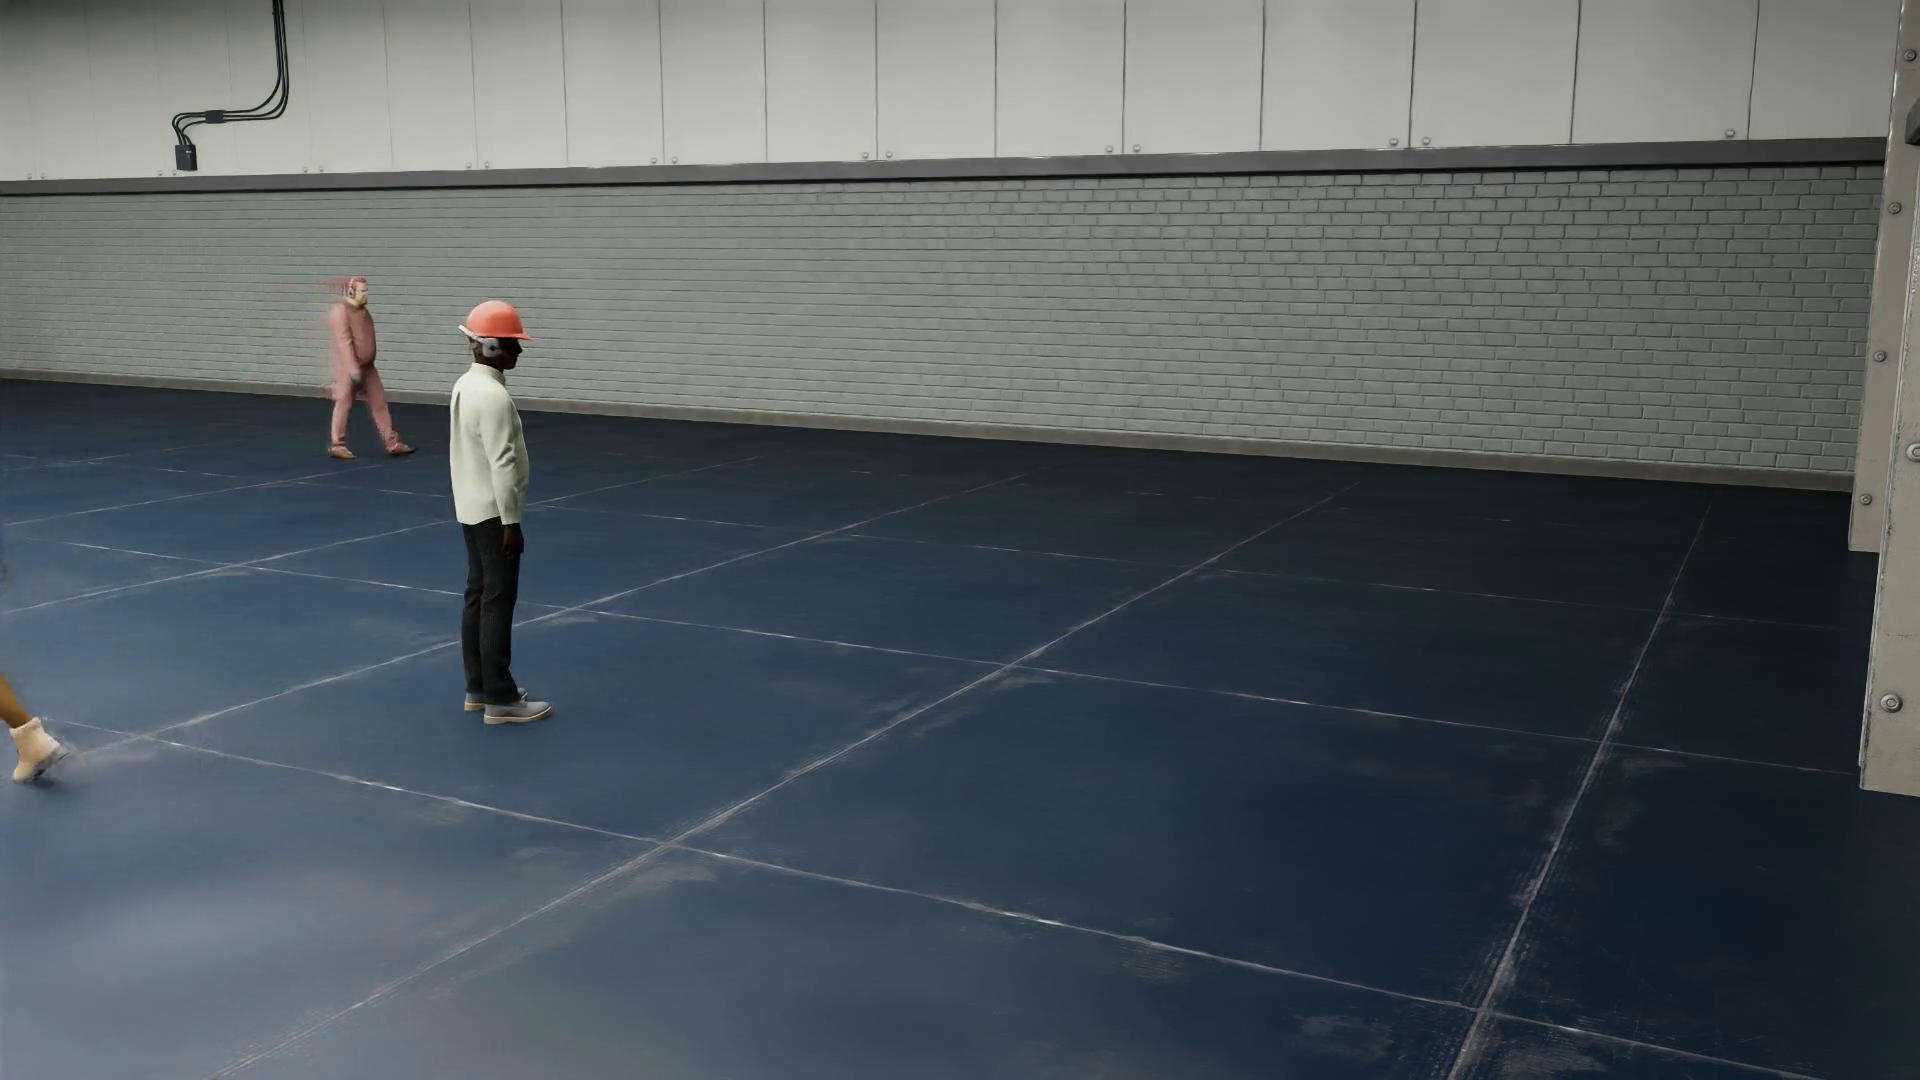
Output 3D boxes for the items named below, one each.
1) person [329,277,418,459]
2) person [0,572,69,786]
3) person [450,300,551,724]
[{"bbox_3d":[-6.083,-1.741,17.030,0.946,1.865,0.659,2,11,12],"label":"person"},{"bbox_3d":[-4.228,0.058,6.897,1.051,1.994,0.611,1,10,7],"label":"person"},{"bbox_3d":[-2.199,-0.133,7.902,0.399,1.989,0.622,-6,12,-32],"label":"person"}]
